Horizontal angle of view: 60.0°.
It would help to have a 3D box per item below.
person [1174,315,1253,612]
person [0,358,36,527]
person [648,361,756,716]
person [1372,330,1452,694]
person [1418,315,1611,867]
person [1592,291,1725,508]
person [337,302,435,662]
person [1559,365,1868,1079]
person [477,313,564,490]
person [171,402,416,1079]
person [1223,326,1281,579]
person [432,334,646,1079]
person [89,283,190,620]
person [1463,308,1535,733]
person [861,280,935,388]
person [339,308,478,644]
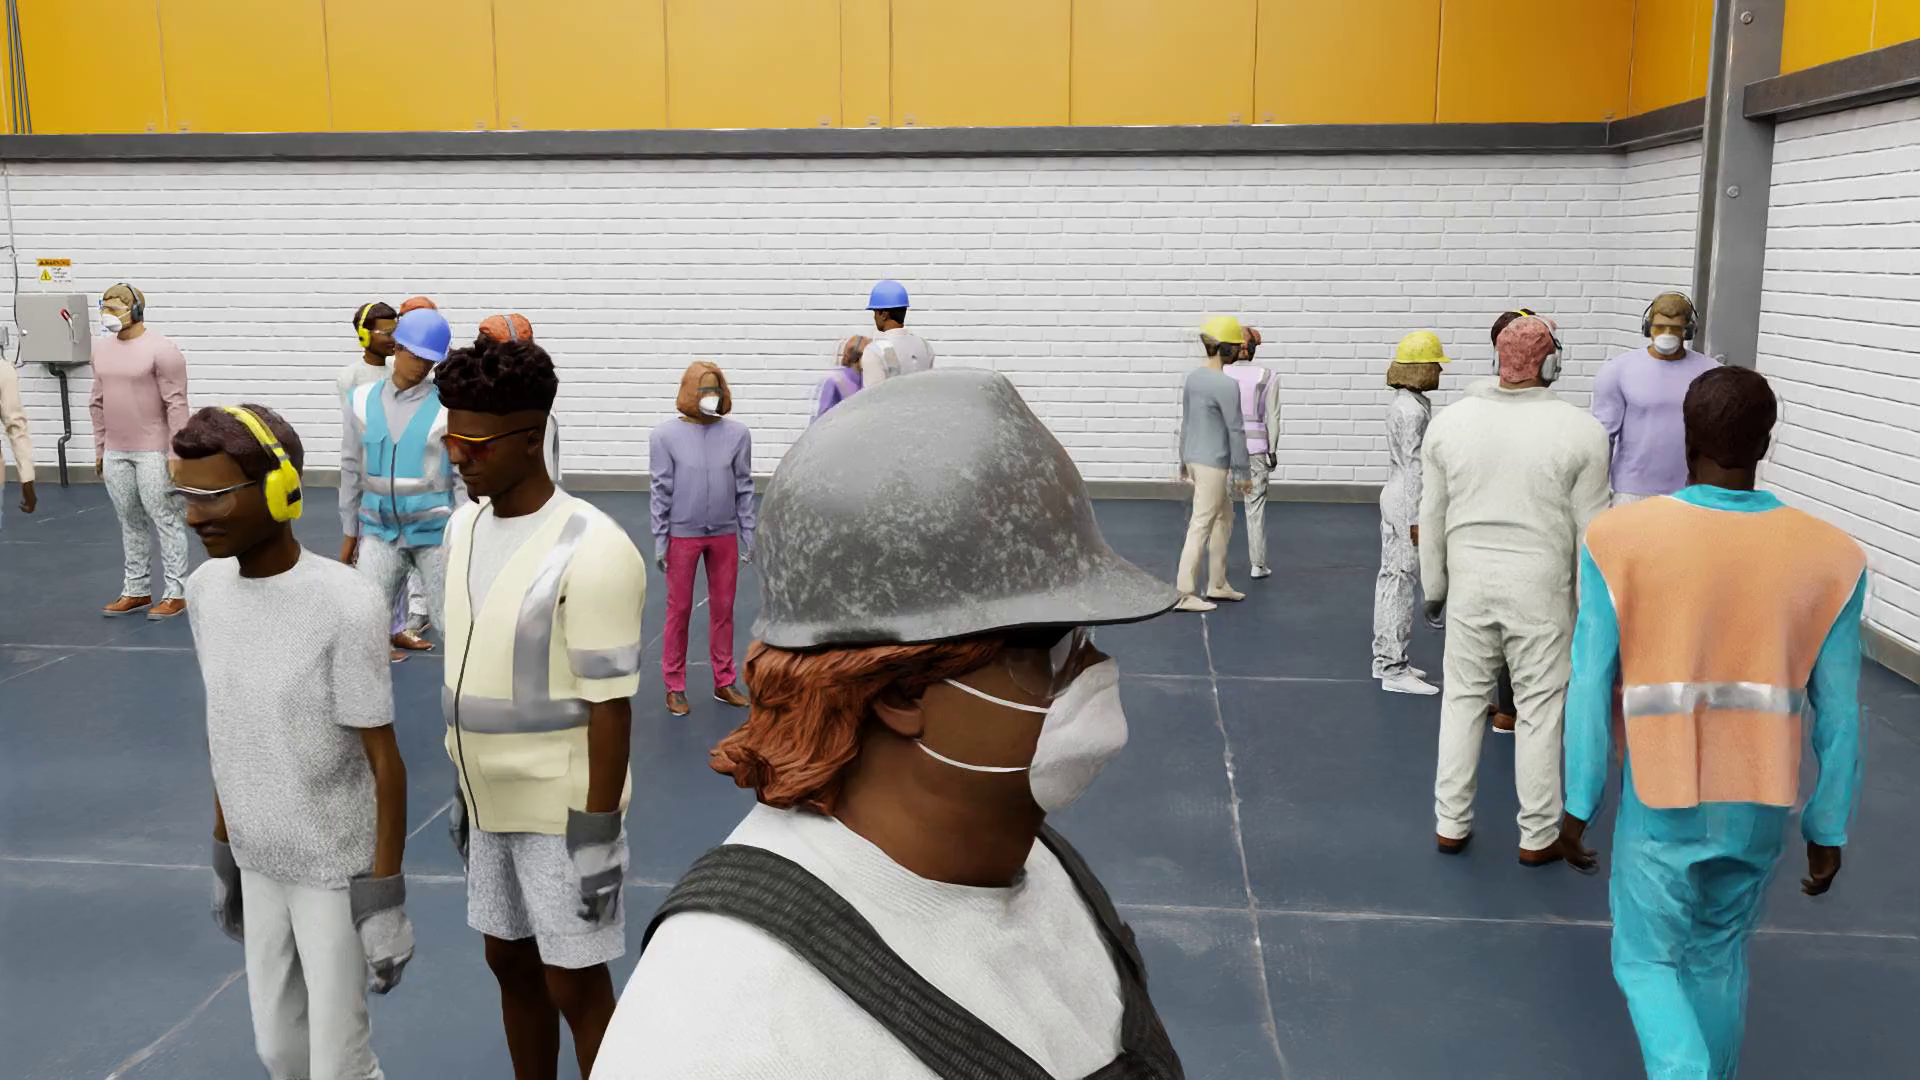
[{"bbox_3d":[1.548,-0.439,9.754,0.666,1.737,0.541,-3,10,-19],"label":"person"},{"bbox_3d":[-5.196,-0.344,8.673,0.620,1.951,1.013,-8,13,-39],"label":"person"},{"bbox_3d":[-1.179,-0.011,7.650,0.505,1.630,0.271,-5,11,-28],"label":"person"},{"bbox_3d":[2.187,-0.137,8.047,0.297,1.744,0.487,1,10,6],"label":"person"},{"bbox_3d":[1.929,0.178,5.787,0.651,1.907,0.403,7,12,36],"label":"person"},{"bbox_3d":[3.297,-0.206,7.895,0.635,1.933,0.351,0,10,2],"label":"person"},{"bbox_3d":[-2.998,-0.299,8.648,0.326,1.862,0.510,3,10,16],"label":"person"},{"bbox_3d":[1.629,0.575,3.575,0.620,1.884,0.735,1,10,6],"label":"person"},{"bbox_3d":[-1.774,0.028,6.732,0.352,1.879,0.578,-5,11,-27],"label":"person"},{"bbox_3d":[-1.282,0.654,3.240,0.552,1.854,0.349,5,11,28],"label":"person"},{"bbox_3d":[1.808,-0.558,10.764,0.515,1.636,0.314,3,10,19],"label":"person"},{"bbox_3d":[-0.908,0.543,3.544,0.609,1.957,0.376,9,13,41],"label":"person"},{"bbox_3d":[-4.736,-0.505,9.593,0.635,1.939,0.361,3,10,18],"label":"person"},{"bbox_3d":[2.429,-0.082,7.372,0.329,1.872,0.508,-5,11,-28],"label":"person"},{"bbox_3d":[-0.399,-0.589,10.054,0.395,1.944,0.614,7,12,35],"label":"person"},{"bbox_3d":[-2.344,-0.032,7.088,0.642,1.900,0.680,1,10,7],"label":"person"}]
